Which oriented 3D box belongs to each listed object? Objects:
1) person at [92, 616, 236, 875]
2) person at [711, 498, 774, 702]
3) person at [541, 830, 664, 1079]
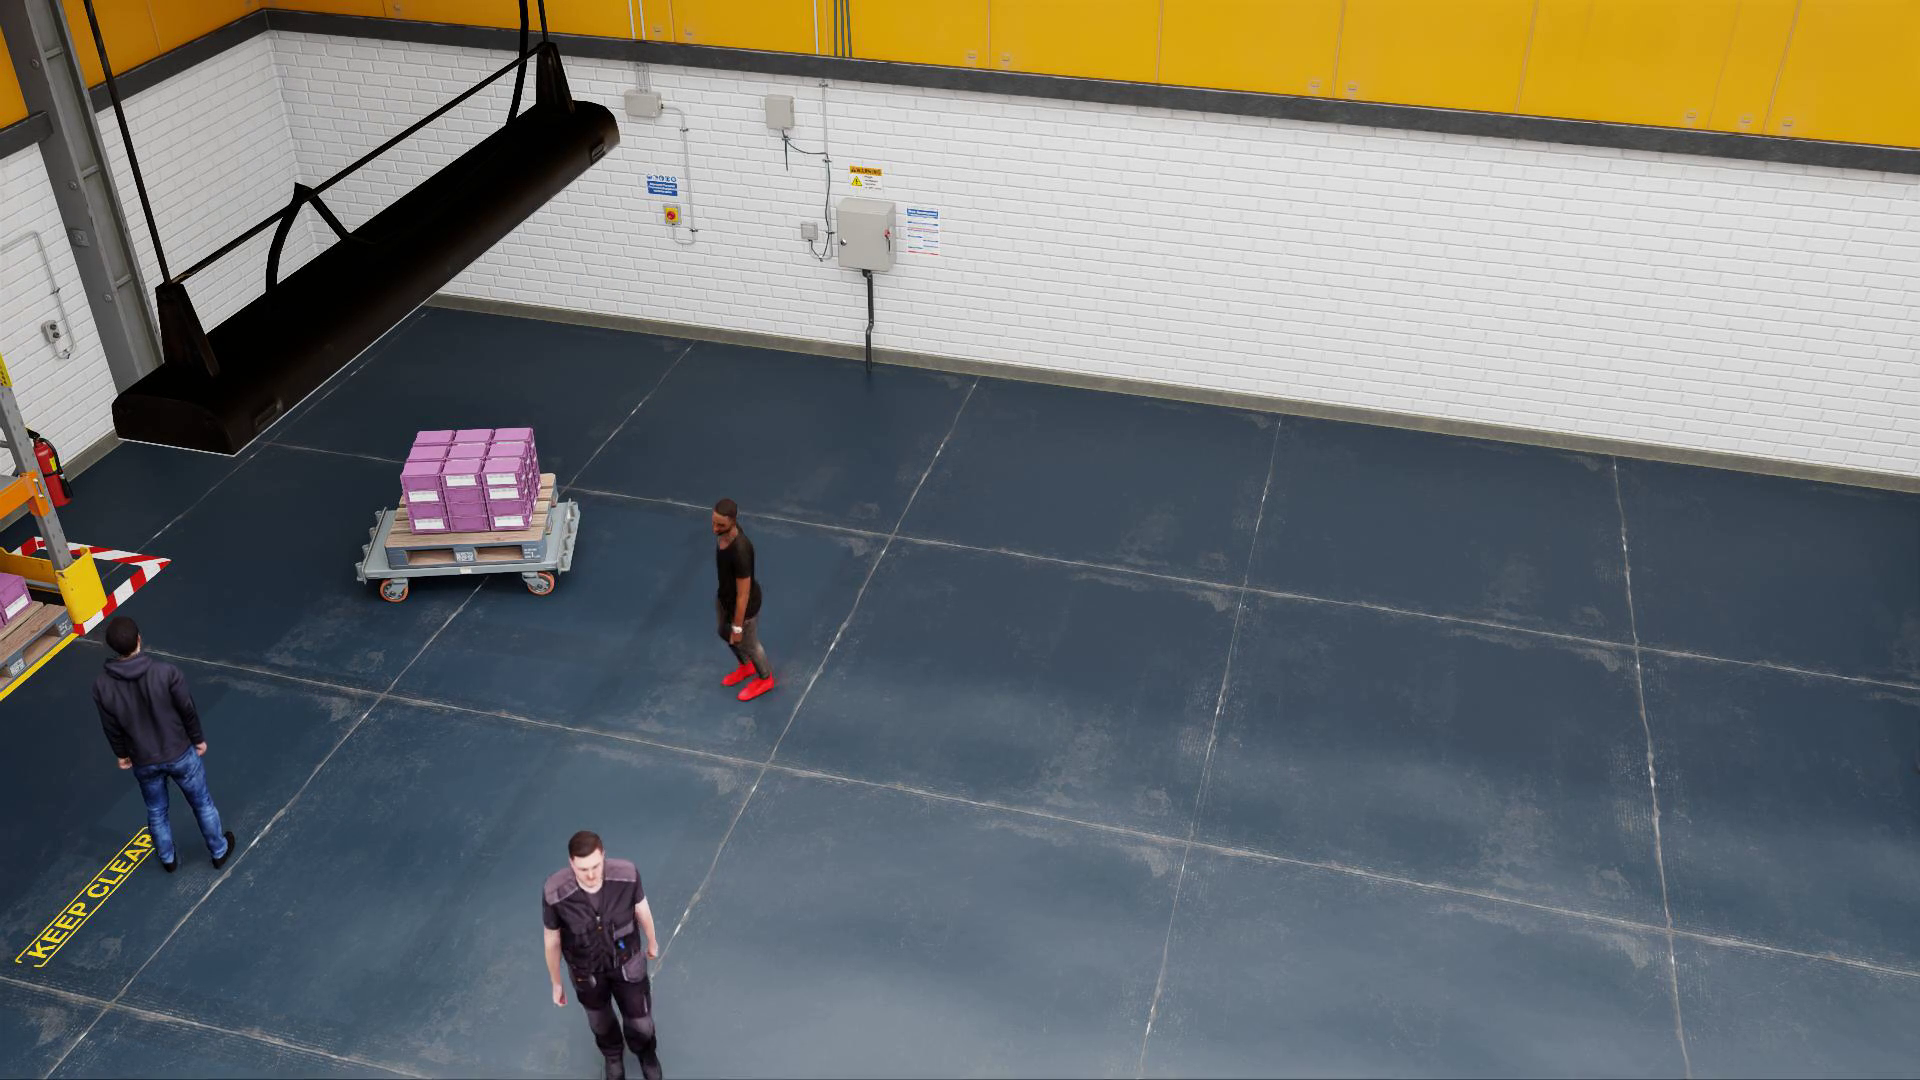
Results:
[{"bbox_3d":[-4.949,1.300,10.290,0.783,1.892,0.799,-10,35,-15],"label":"person"},{"bbox_3d":[-1.513,0.404,11.751,0.870,1.767,0.801,-9,35,-13],"label":"person"},{"bbox_3d":[-1.932,2.199,8.990,0.843,1.834,0.839,-8,34,-11],"label":"person"}]
